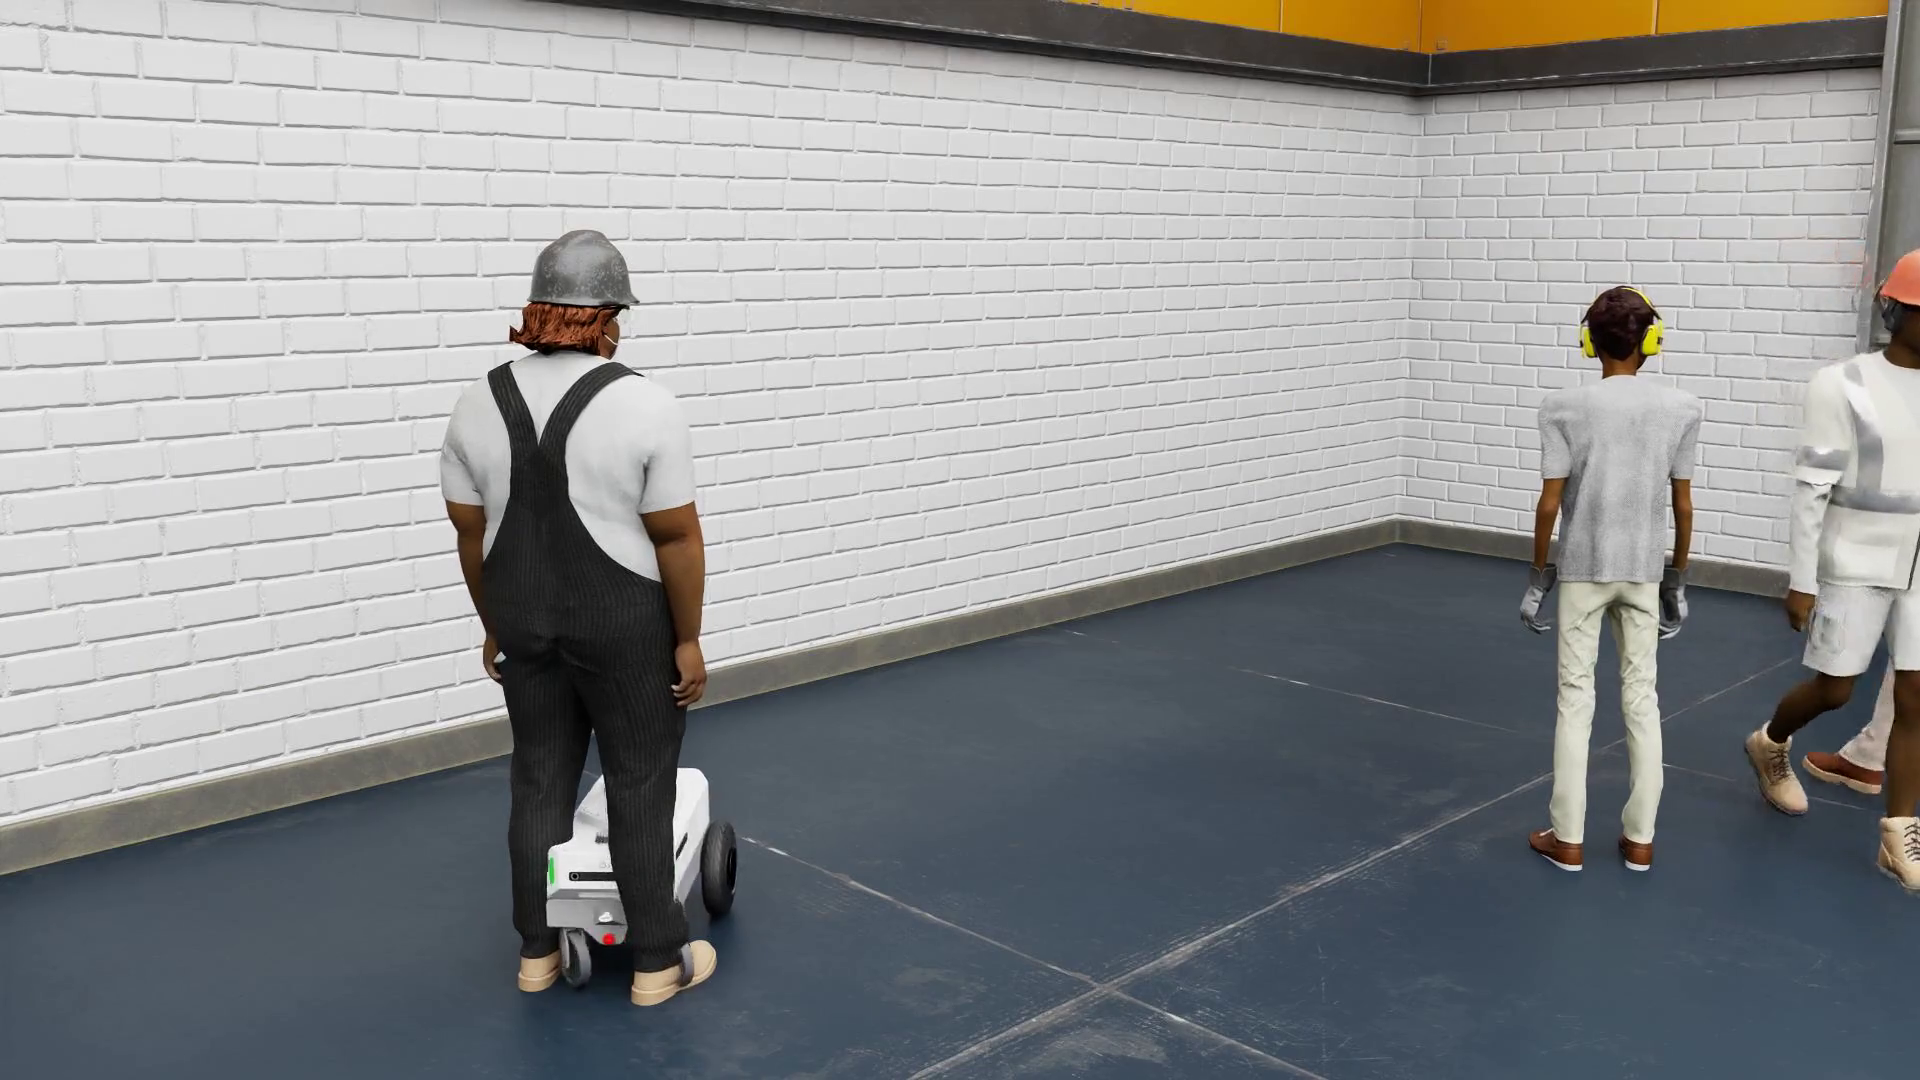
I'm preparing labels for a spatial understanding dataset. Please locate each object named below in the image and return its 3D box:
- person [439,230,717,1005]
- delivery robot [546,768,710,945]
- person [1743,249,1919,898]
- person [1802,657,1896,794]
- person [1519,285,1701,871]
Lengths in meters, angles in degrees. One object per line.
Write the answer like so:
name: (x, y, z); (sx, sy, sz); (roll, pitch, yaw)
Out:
person: (-0.959, 0.207, 4.416); (0.689, 2.000, 0.539); (3, 11, 16)
delivery robot: (-0.930, 0.850, 4.709); (0.477, 0.478, 0.707); (0, 10, 1)
person: (2.919, 0.060, 5.358); (0.656, 2.010, 0.884); (-1, 10, -5)
person: (3.456, 0.034, 5.666); (0.600, 1.935, 1.043); (-5, 12, -26)
person: (2.053, 0.135, 5.297); (0.512, 1.864, 0.330); (1, 10, 5)
